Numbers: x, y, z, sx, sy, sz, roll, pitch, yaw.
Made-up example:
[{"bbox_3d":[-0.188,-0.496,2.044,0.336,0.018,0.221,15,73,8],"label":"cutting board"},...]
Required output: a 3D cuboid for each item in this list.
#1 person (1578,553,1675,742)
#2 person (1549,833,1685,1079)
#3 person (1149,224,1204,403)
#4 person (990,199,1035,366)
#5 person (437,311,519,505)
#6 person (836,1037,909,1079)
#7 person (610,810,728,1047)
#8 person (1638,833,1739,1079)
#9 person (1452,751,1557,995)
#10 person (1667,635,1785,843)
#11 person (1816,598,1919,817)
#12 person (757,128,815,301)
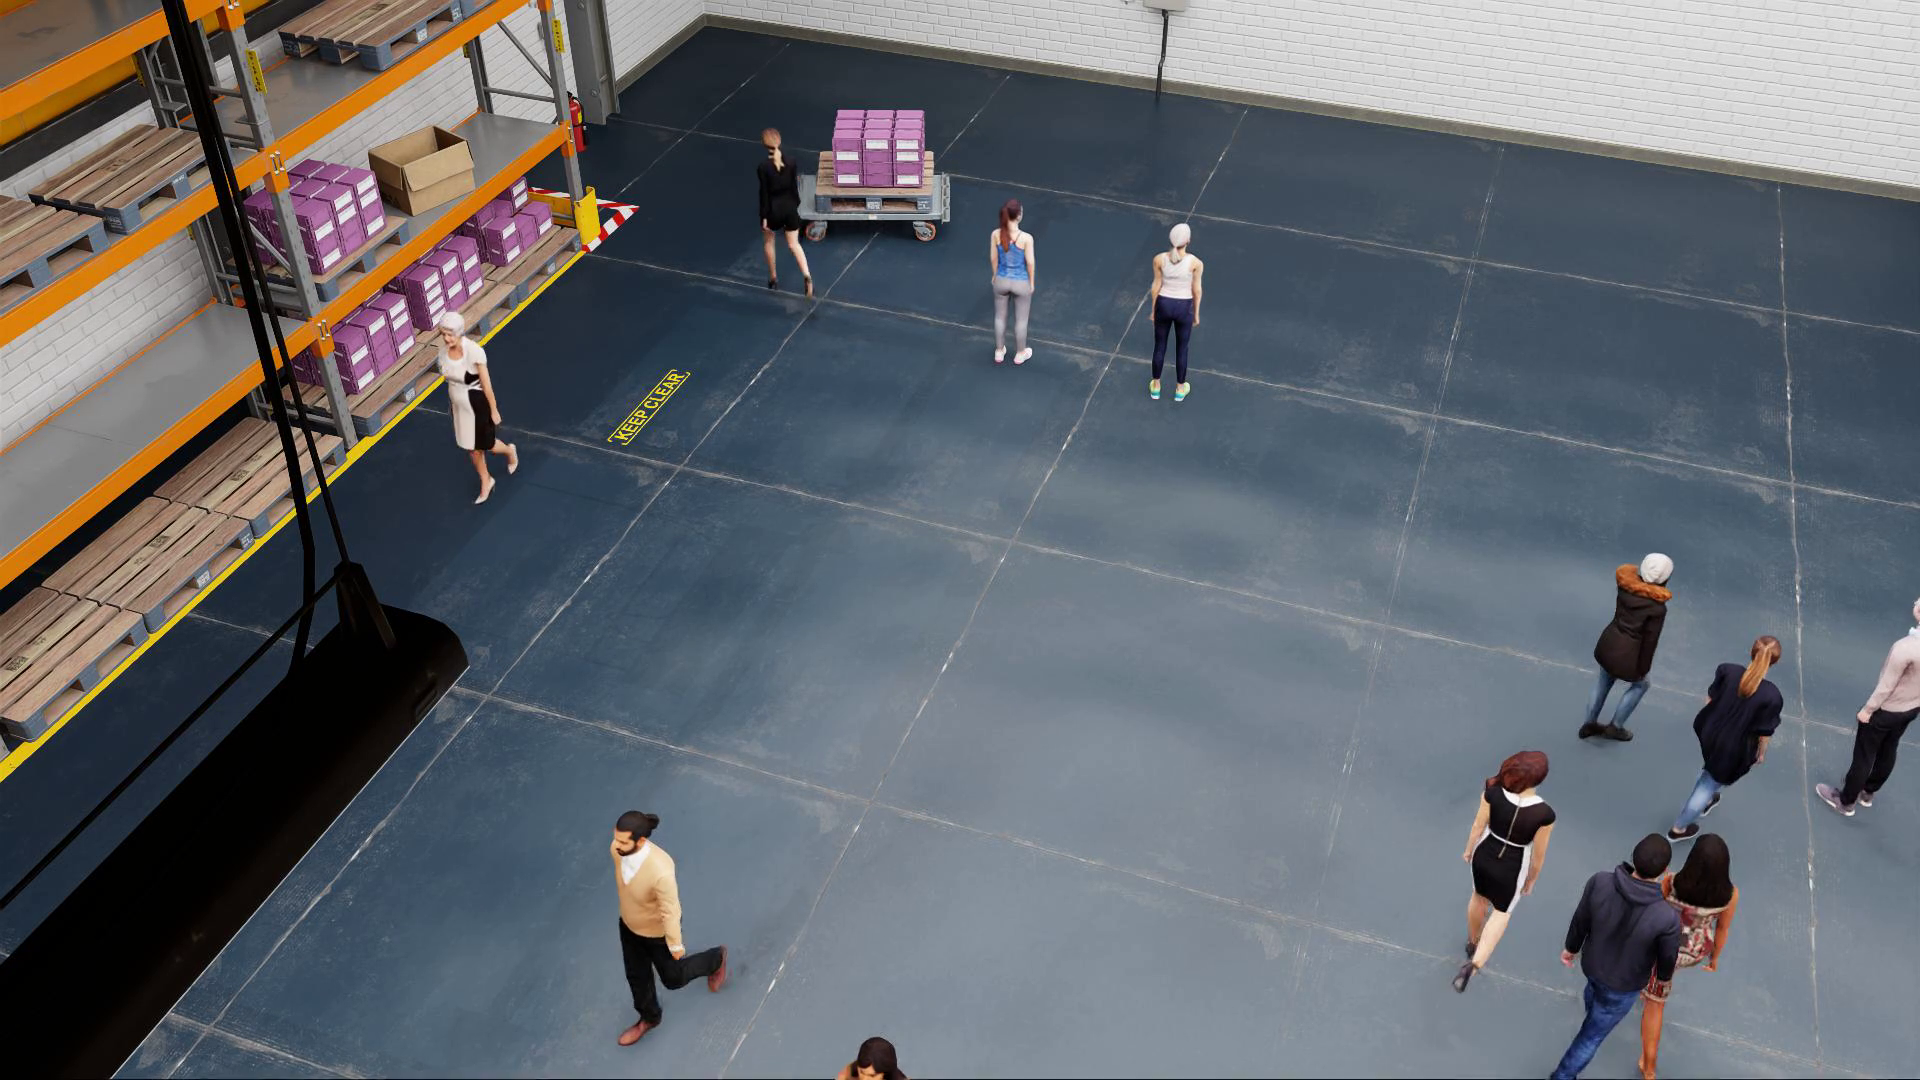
[{"bbox_3d":[4.436,0.754,11.220,0.792,1.626,0.732,-16,41,-19],"label":"person"},{"bbox_3d":[3.497,2.380,9.011,1.275,1.840,1.075,-28,46,-30],"label":"person"},{"bbox_3d":[1.878,-1.994,14.598,0.617,1.703,0.561,8,39,10],"label":"person"},{"bbox_3d":[0.473,-2.337,15.103,0.562,1.609,0.538,11,40,14],"label":"person"},{"bbox_3d":[-3.887,-1.118,13.471,0.697,1.740,0.830,17,42,20],"label":"person"},{"bbox_3d":[-0.384,2.968,8.424,0.614,1.655,1.074,15,41,18],"label":"person"},{"bbox_3d":[-1.682,2.136,9.400,0.870,1.736,1.096,28,46,30],"label":"person"},{"bbox_3d":[3.995,2.328,9.263,0.743,1.607,1.146,6,39,8],"label":"person"},{"bbox_3d":[3.089,1.947,9.600,0.700,1.781,0.955,21,43,24],"label":"person"},{"bbox_3d":[4.781,1.307,10.500,0.948,1.659,0.873,-21,43,-24],"label":"person"},{"bbox_3d":[6.005,1.049,10.703,0.706,1.808,0.746,-13,40,-16],"label":"person"},{"bbox_3d":[-1.684,-3.059,15.900,1.044,1.742,1.055,-20,43,-23],"label":"person"}]
